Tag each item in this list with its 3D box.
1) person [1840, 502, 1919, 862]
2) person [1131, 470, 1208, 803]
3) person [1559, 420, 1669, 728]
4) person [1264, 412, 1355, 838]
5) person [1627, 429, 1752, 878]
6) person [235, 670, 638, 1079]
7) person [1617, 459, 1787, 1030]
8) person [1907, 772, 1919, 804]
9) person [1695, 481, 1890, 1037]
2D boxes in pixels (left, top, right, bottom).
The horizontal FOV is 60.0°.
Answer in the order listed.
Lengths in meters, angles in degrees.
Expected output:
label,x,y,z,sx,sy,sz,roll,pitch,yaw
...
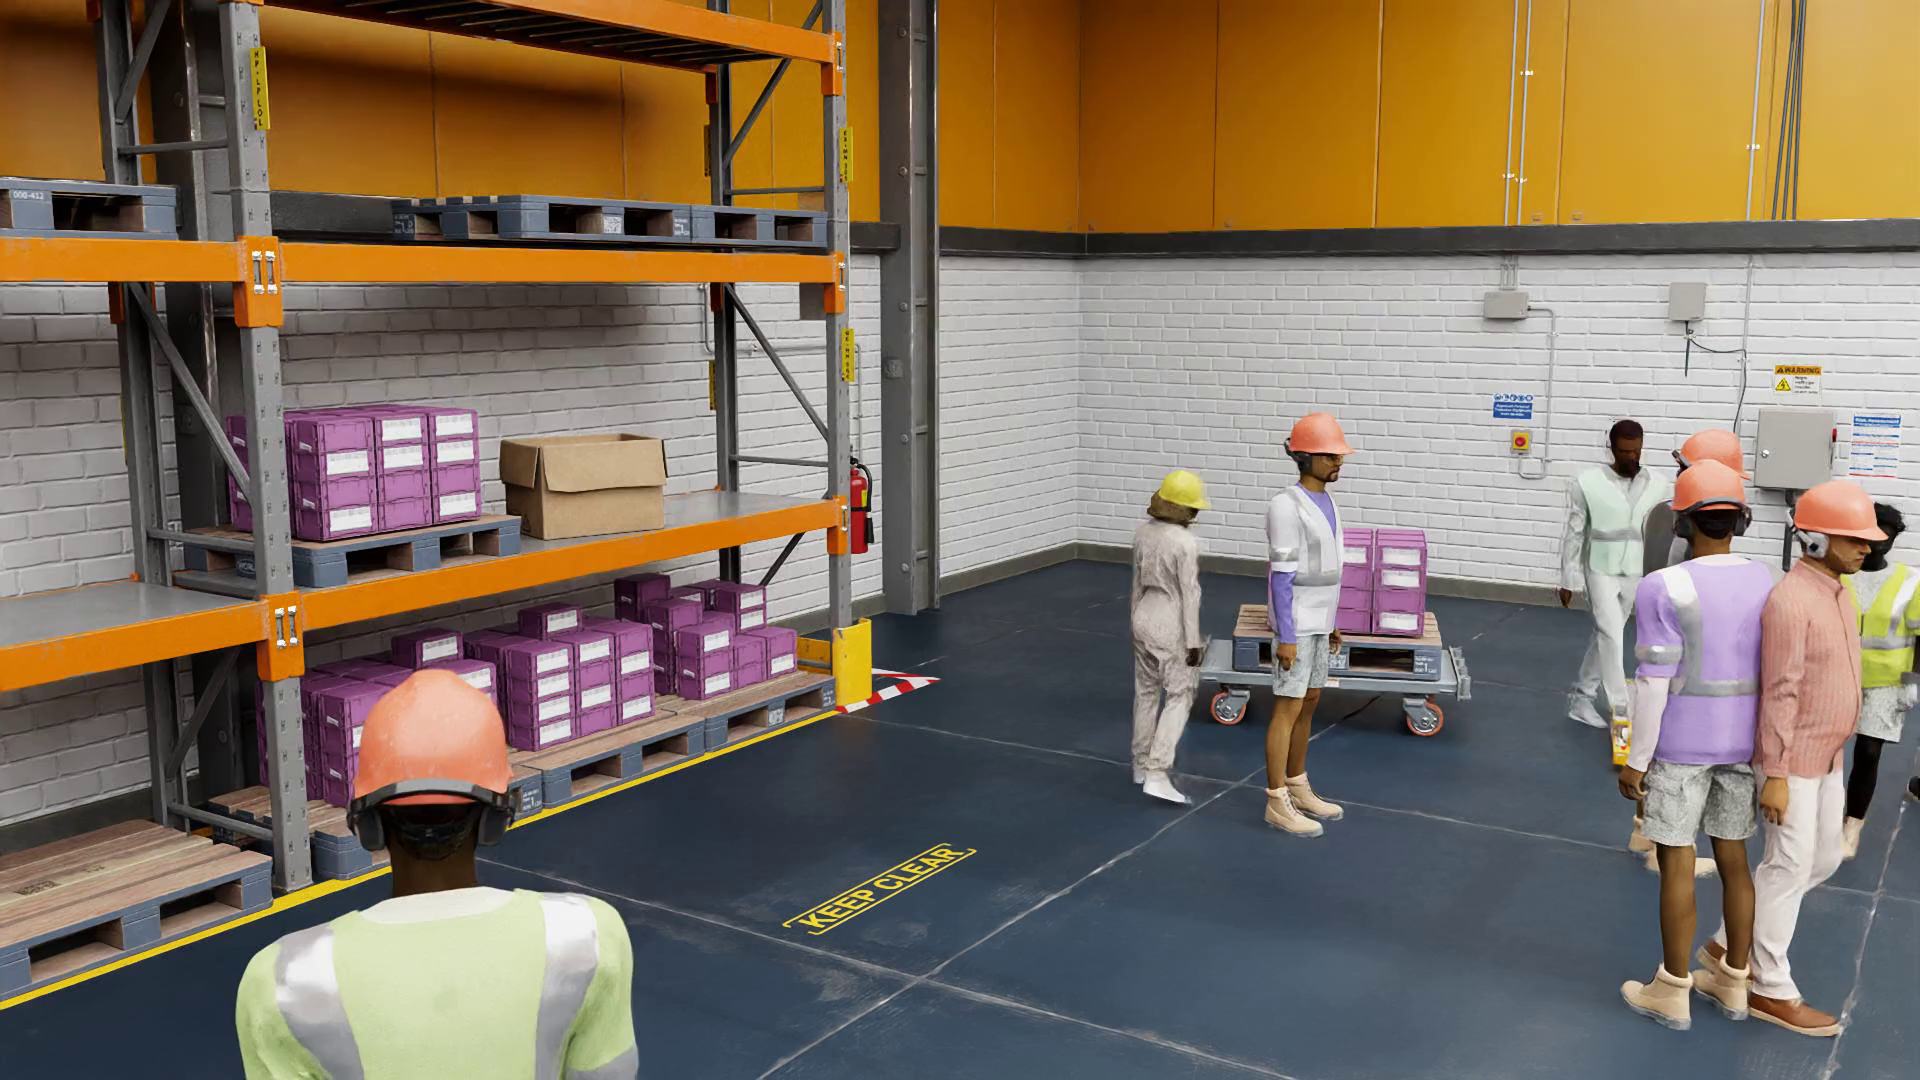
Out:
label,x,y,z,sx,sy,sz,roll,pitch,yaw
person,4.177,0.649,7.702,0.579,1.666,0.388,7,11,40
person,1.014,0.483,8.648,0.491,1.715,0.588,-6,11,-34
person,3.881,0.236,9.723,0.602,1.866,0.888,-2,9,-14
person,1.704,0.401,8.096,0.379,2.045,0.605,6,11,34
person,3.263,0.512,7.458,0.409,2.027,0.617,0,9,-1
person,-0.837,1.223,2.756,0.609,2.043,0.397,-4,9,-22
person,2.647,0.728,5.981,0.611,2.040,0.393,-2,9,-13
person,5.134,0.435,8.298,0.693,1.942,0.516,-1,9,-9
person,2.971,0.761,5.984,0.644,1.981,0.554,-8,12,-42
